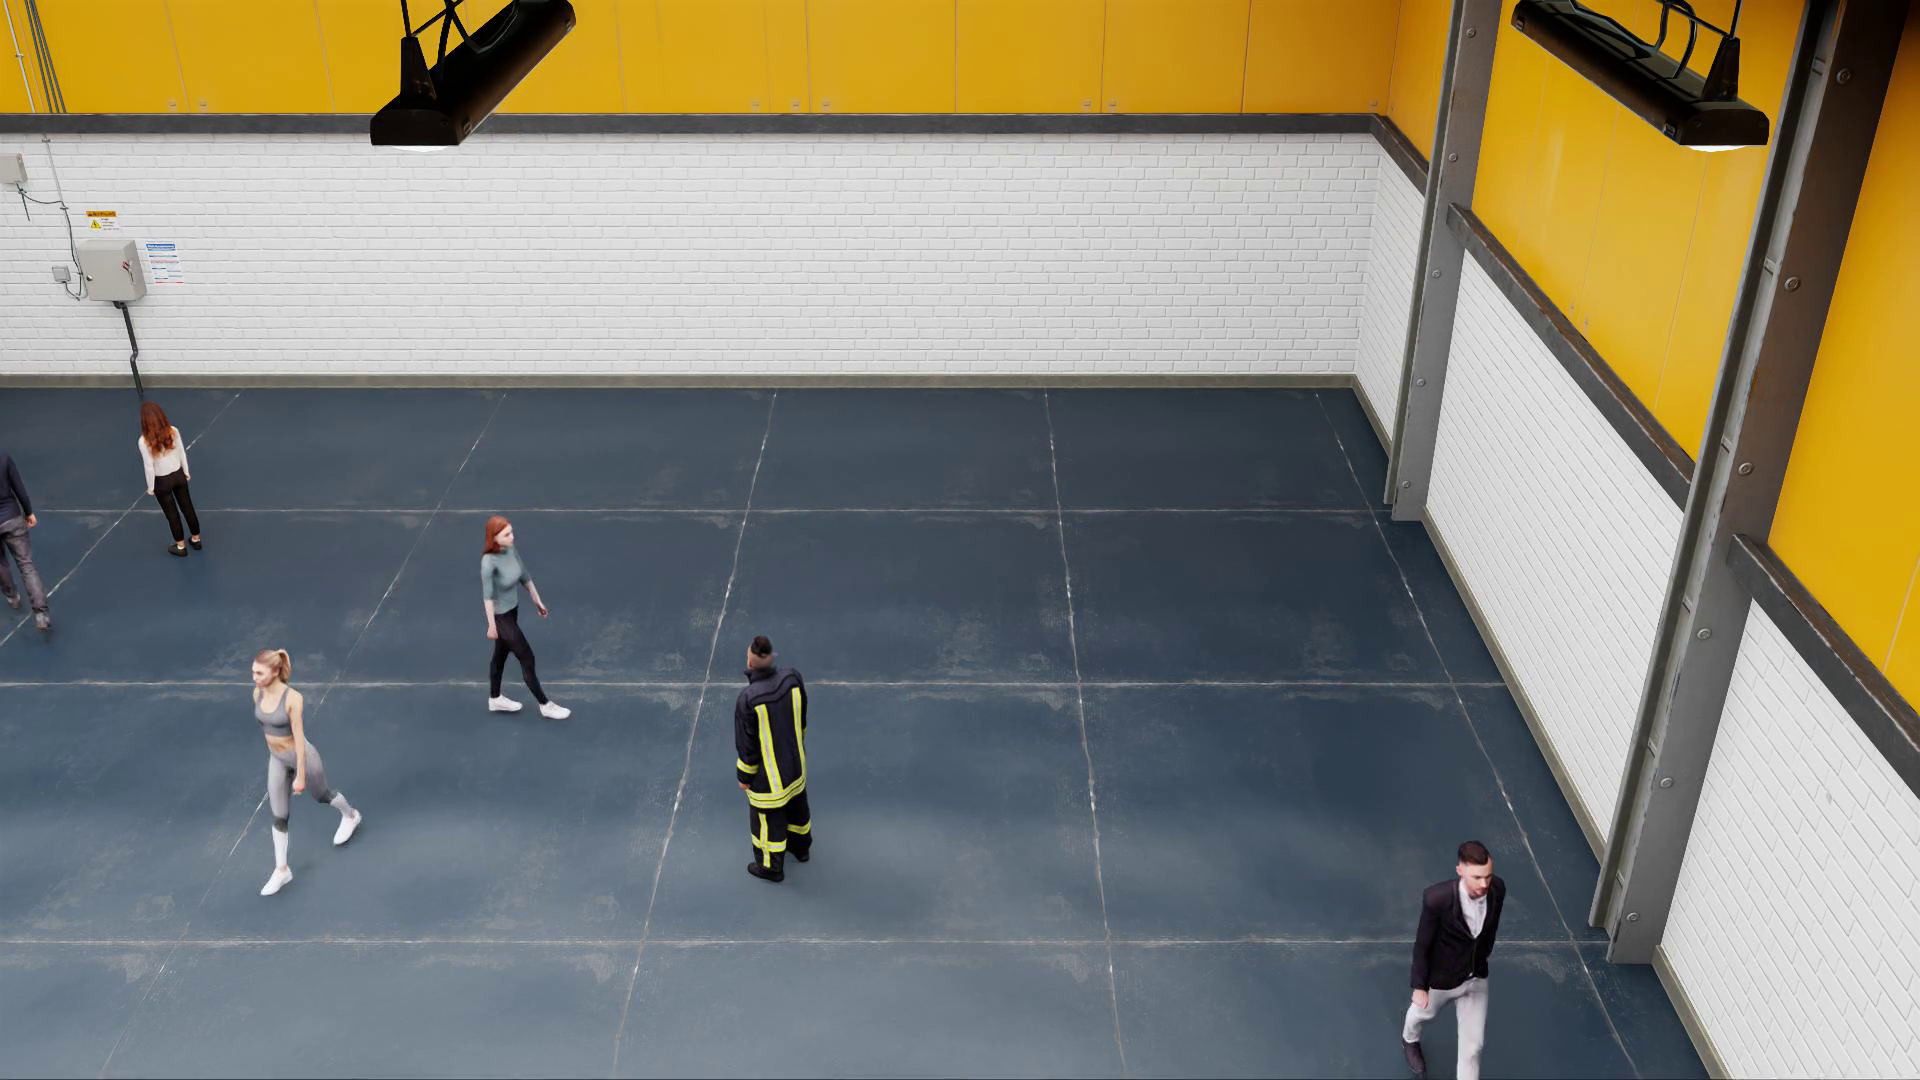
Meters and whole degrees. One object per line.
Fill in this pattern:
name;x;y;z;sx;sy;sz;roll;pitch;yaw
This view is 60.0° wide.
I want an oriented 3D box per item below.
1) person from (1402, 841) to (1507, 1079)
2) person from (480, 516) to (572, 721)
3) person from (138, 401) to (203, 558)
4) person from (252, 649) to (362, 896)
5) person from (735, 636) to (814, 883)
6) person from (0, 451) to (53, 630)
person;2.696;2.362;9.264;0.862;1.791;1.248;-5;29;-10
person;-3.518;0.586;12.599;0.742;1.716;0.904;4;29;7
person;-7.097;-0.553;14.930;0.681;1.485;0.600;21;35;33
person;-4.365;1.447;11.076;0.791;1.663;1.180;9;30;16
person;-1.232;1.411;10.930;0.937;1.866;0.867;23;36;36
person;-7.876;-0.083;13.710;1.155;1.826;1.308;-20;34;-32
